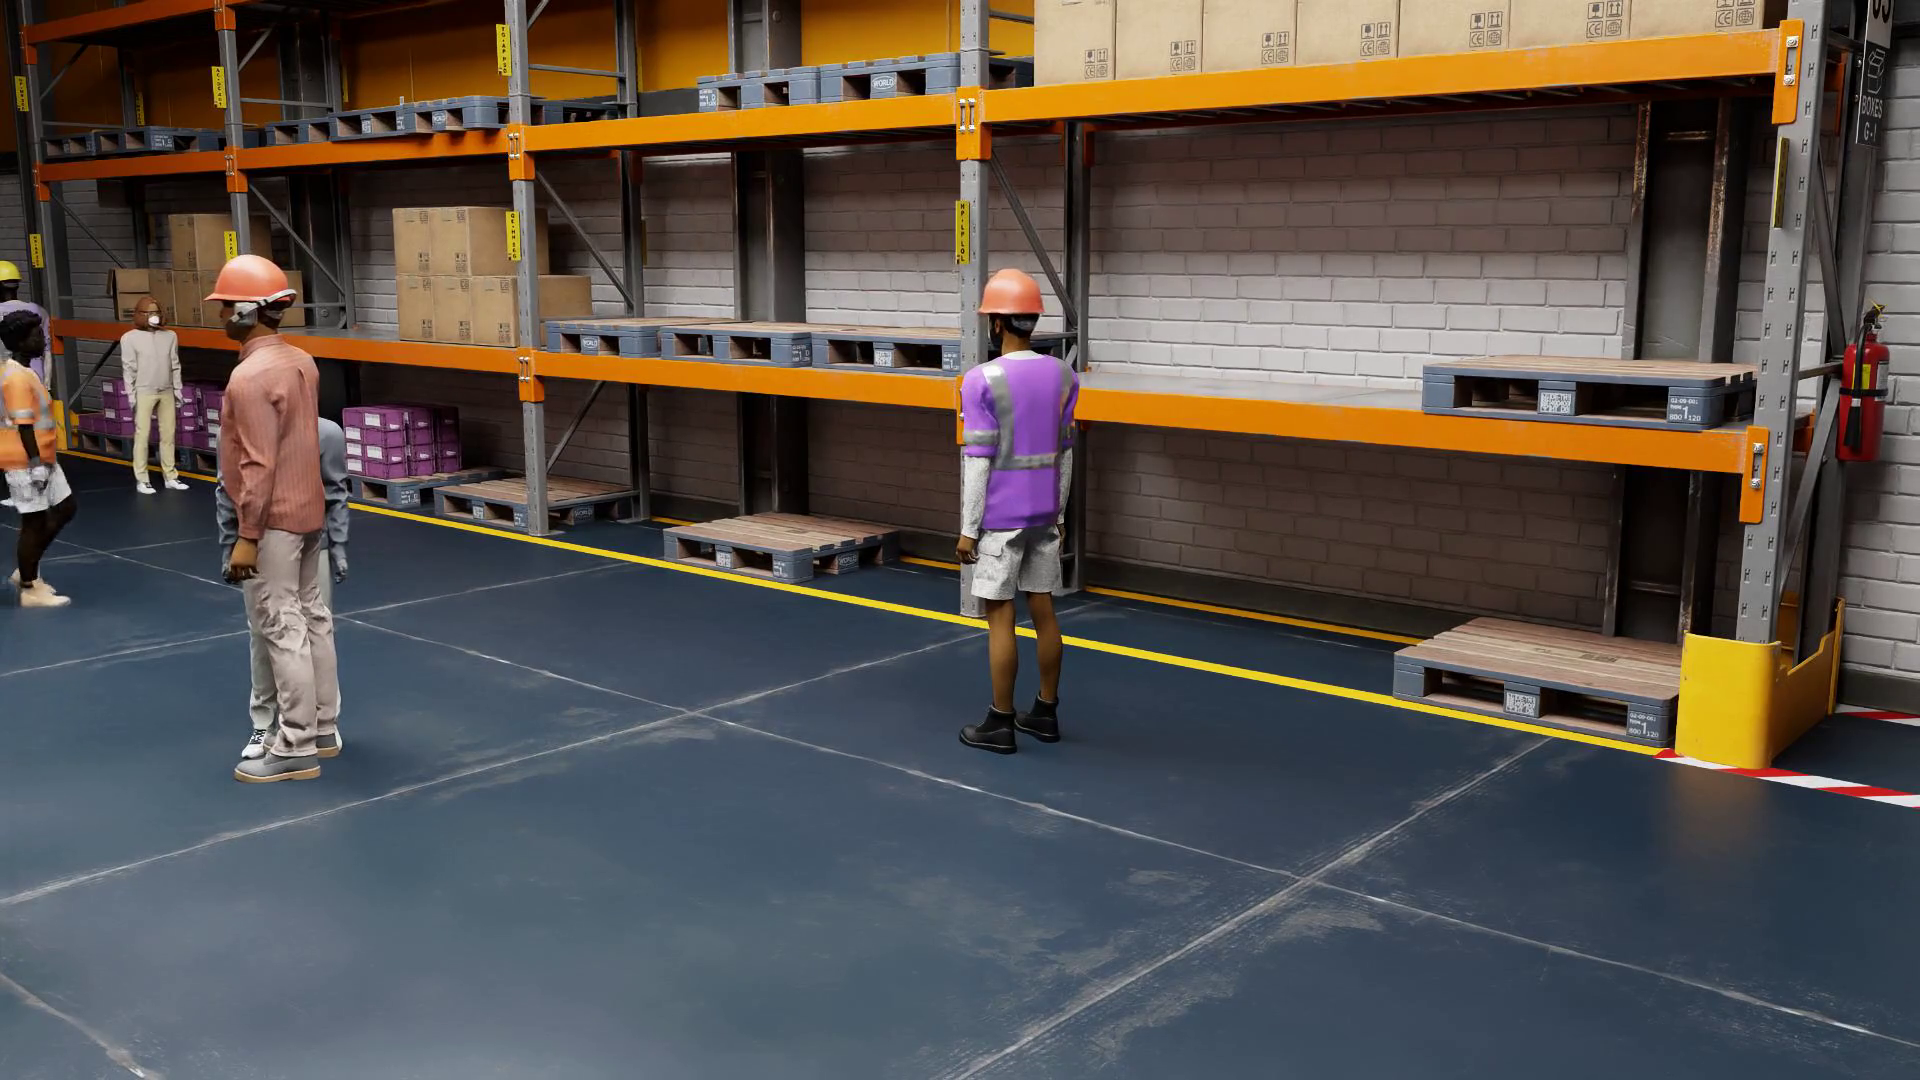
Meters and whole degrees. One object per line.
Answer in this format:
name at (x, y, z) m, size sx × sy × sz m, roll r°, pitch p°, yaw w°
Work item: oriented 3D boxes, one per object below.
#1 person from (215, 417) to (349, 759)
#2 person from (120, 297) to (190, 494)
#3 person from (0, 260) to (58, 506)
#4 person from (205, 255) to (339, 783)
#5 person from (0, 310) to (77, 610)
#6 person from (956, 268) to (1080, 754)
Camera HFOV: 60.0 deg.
person at (-2.689, 0.054, 6.633) m, size 0.497 × 1.633 × 0.285 m, roll -2°, pitch 10°, yaw -13°
person at (-6.674, -1.196, 13.782) m, size 0.284 × 1.625 × 0.495 m, roll 6°, pitch 12°, yaw 31°
person at (-7.422, -1.227, 13.096) m, size 0.381 × 1.923 × 0.592 m, roll 3°, pitch 10°, yaw 18°
person at (-2.619, -0.077, 6.347) m, size 0.379 × 1.996 × 0.609 m, roll 0°, pitch 10°, yaw -2°
person at (-5.179, -0.441, 9.307) m, size 0.378 × 1.680 × 0.547 m, roll -4°, pitch 11°, yaw -23°
person at (0.214, -0.109, 6.689) m, size 0.545 × 1.941 × 0.350 m, roll -8°, pitch 13°, yaw -37°
